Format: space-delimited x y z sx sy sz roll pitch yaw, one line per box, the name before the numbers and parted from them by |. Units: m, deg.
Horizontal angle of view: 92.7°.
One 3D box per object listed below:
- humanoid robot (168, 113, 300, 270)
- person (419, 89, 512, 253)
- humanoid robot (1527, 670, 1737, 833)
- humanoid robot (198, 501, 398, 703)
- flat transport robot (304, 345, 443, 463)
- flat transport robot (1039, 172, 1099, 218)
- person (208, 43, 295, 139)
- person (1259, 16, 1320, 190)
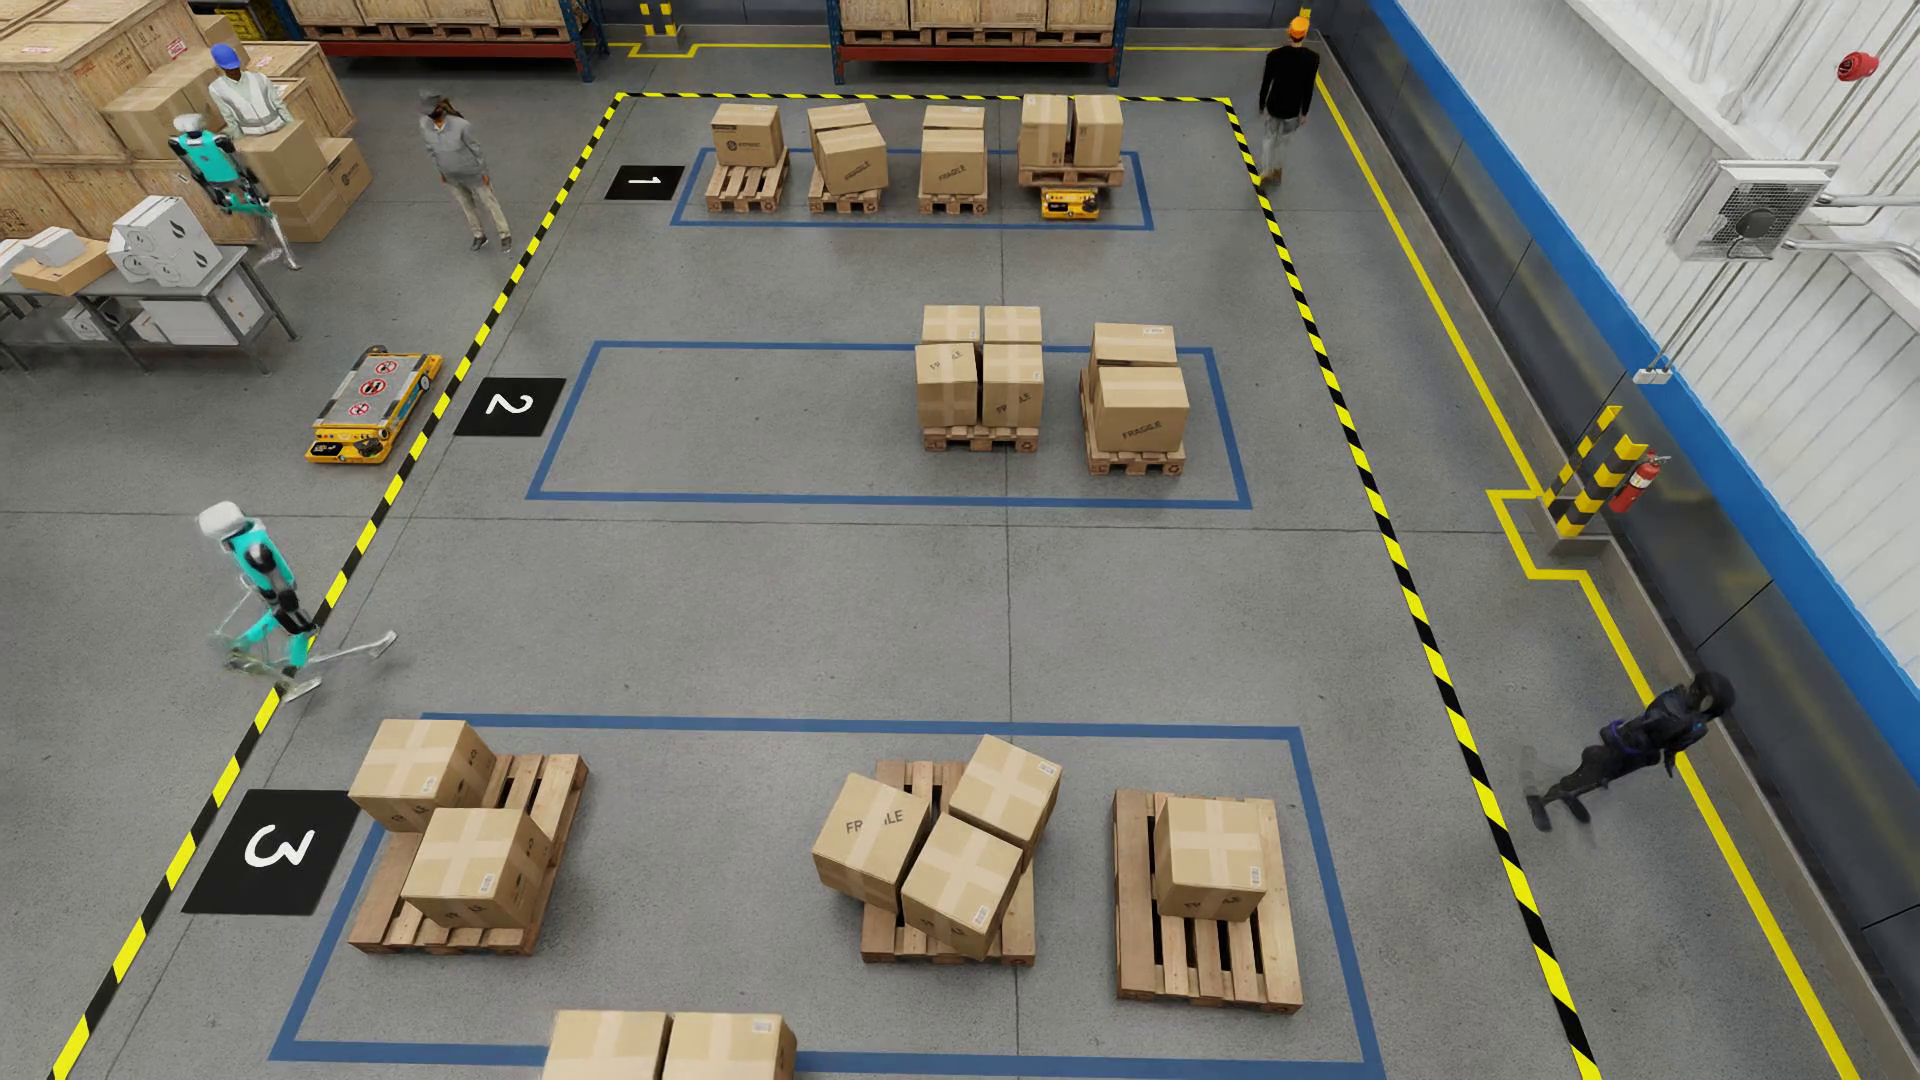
humanoid robot | -7.385 -3.625 9.474 0.615 1.776 0.850 -8 50 -7
person | -5.225 -3.877 9.668 0.564 1.762 0.407 3 50 3
humanoid robot | 3.949 1.251 5.376 0.599 1.657 0.315 -8 50 -7
humanoid robot | -4.524 0.497 5.982 0.543 1.731 1.033 37 59 27
flat transport robot | -5.383 -1.269 8.441 0.659 0.231 1.431 1 50 1
flat transport robot | 1.291 -4.337 11.018 0.652 0.197 1.431 1 50 1
person | -7.525 -4.391 9.992 0.602 1.939 0.411 -34 58 -25
person | 3.725 -5.014 10.567 0.607 1.858 0.555 18 52 15
